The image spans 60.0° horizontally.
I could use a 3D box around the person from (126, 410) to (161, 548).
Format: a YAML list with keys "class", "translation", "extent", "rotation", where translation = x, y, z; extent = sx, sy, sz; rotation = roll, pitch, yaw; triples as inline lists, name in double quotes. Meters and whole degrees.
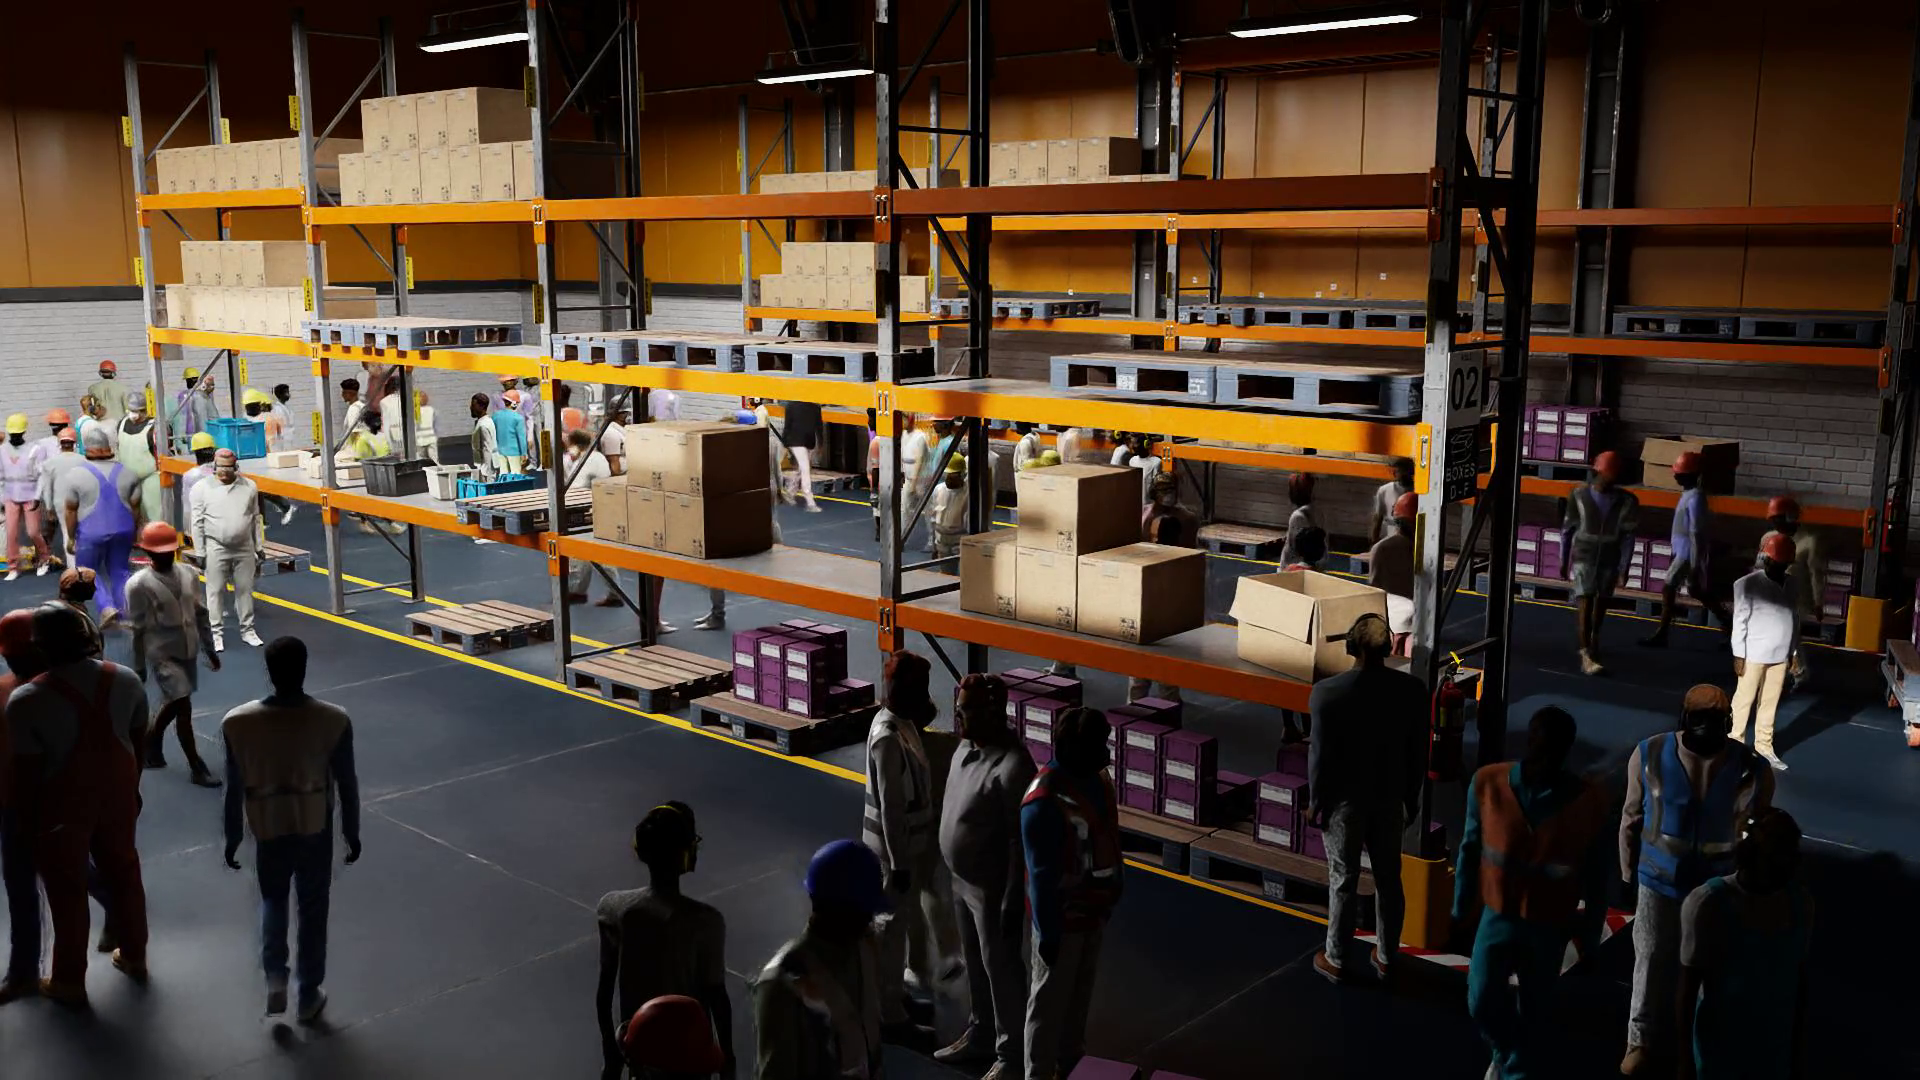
- class: "person"
  translation: [-10.183, -0.850, 20.864]
  extent: [0.394, 1.913, 0.591]
  rotation: [-5, 11, -27]

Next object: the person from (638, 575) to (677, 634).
- class: "person"
  translation: [-2.998, -0.023, 16.212]
  extent: [0.408, 1.907, 0.598]
  rotation: [-6, 12, -30]

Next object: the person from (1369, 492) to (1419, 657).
- class: "person"
  translation: [3.288, 0.620, 12.356]
  extent: [0.617, 1.984, 0.410]
  rotation: [-5, 11, -27]

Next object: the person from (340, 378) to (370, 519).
- class: "person"
  translation: [-8.377, -1.270, 23.126]
  extent: [0.374, 1.958, 0.599]
  rotation: [-2, 10, -13]

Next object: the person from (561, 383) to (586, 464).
- class: "person"
  translation: [-5.316, -1.153, 22.496]
  extent: [0.774, 1.950, 0.634]
  rotation: [7, 12, 35]

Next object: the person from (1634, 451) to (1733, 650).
- class: "person"
  translation: [6.871, 0.109, 15.487]
  extent: [0.912, 1.903, 0.557]
  rotation: [4, 11, 21]

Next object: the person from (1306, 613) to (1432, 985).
- class: "person"
  translation: [2.067, 1.321, 8.512]
  extent: [0.631, 1.940, 0.372]
  rotation: [-1, 10, -7]

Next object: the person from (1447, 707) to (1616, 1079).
- class: "person"
  translation: [2.391, 1.602, 7.025]
  extent: [0.641, 1.898, 0.440]
  rotation: [6, 11, 29]

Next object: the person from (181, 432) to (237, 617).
- class: "person"
  translation: [-7.591, -0.142, 16.894]
  extent: [0.453, 1.905, 0.586]
  rotation: [6, 11, 29]

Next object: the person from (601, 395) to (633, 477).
- class: "person"
  translation: [-3.963, -0.710, 19.705]
  extent: [0.539, 2.000, 0.689]
  rotation: [-1, 10, -3]

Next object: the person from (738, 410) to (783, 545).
- class: "person"
  translation: [-2.358, -0.558, 19.259]
  extent: [0.702, 1.910, 0.451]
  rotation: [-7, 12, -36]

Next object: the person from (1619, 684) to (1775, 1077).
- class: "person"
  translation: [3.294, 1.547, 7.501]
  extent: [0.627, 1.846, 0.429]
  rotation: [4, 11, 22]

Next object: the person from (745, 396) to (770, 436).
- class: "person"
  translation: [-2.954, -1.380, 24.350]
  extent: [0.350, 1.739, 0.574]
  rotation: [-2, 10, -12]

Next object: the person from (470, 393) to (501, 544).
- class: "person"
  translation: [-6.053, -0.917, 21.213]
  extent: [0.392, 1.922, 0.590]
  rotation: [-3, 11, -18]

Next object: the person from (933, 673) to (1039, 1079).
- class: "person"
  translation: [0.104, 1.525, 7.450]
  extent: [0.405, 1.906, 0.653]
  rotation: [-4, 11, -23]

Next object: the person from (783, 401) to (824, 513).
- class: "person"
  translation: [-2.279, -1.401, 23.904]
  extent: [0.622, 1.950, 0.991]
  rotation: [-9, 13, -41]

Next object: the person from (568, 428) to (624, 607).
- class: "person"
  translation: [-3.879, -0.224, 17.381]
  extent: [0.671, 1.903, 0.637]
  rotation: [1, 10, 4]

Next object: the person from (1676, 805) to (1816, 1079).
- class: "person"
  translation: [2.798, 1.824, 5.965]
  extent: [0.509, 1.837, 0.338]
  rotation: [-1, 10, -8]

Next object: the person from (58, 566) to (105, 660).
- class: "person"
  translation: [-5.938, 0.990, 11.256]
  extent: [0.313, 1.634, 0.514]
  rotation: [-6, 12, -32]

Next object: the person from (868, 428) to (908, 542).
- class: "person"
  translation: [-0.908, -0.912, 21.189]
  extent: [0.392, 1.923, 0.553]
  rotation: [9, 13, 40]

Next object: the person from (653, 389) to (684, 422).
- class: "person"
  translation: [-4.367, -1.618, 25.153]
  extent: [0.627, 1.929, 0.472]
  rotation: [9, 14, 42]

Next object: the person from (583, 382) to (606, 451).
- class: "person"
  translation: [-6.413, -2.187, 29.219]
  extent: [0.312, 1.632, 0.519]
  rotation: [6, 12, 31]

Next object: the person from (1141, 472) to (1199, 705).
- class: "person"
  translation: [1.644, 0.405, 13.690]
  extent: [0.631, 1.940, 0.370]
  rotation: [-1, 10, -4]

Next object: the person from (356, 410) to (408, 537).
- class: "person"
  translation: [-7.555, -0.863, 21.652]
  extent: [0.858, 1.642, 0.549]
  rotation: [3, 10, 16]

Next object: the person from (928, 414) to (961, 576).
- class: "person"
  translation: [-0.174, -0.501, 18.515]
  extent: [0.372, 2.044, 0.608]
  rotation: [-1, 10, -6]

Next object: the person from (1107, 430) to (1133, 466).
- class: "person"
  translation: [1.790, -0.433, 18.664]
  extent: [0.313, 1.861, 0.510]
  rotation: [2, 10, 9]

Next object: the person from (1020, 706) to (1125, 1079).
- class: "person"
  translation: [0.493, 1.608, 7.207]
  extent: [0.431, 1.835, 0.624]
  rotation: [5, 11, 28]

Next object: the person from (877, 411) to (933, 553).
- class: "person"
  translation: [-0.615, -0.712, 20.380]
  extent: [0.866, 1.793, 0.601]
  rotation: [-5, 11, -28]

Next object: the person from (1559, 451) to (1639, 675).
- class: "person"
  translation: [5.712, 0.165, 14.940]
  extent: [0.609, 1.999, 0.975]
  rotation: [3, 10, 14]

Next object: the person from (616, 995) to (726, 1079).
- class: "person"
  translation: [-0.820, 2.097, 4.697]
  extent: [0.355, 1.736, 0.577]
  rotation: [-1, 10, -4]

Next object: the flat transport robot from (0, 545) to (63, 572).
- class: "flat transport robot"
  translation: [-11.245, 0.258, 19.231]
  extent: [1.431, 0.197, 0.652]
  rotation: [-8, 13, -38]

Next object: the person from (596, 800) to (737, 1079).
- class: "person"
  translation: [-1.021, 1.828, 5.845]
  extent: [0.534, 1.868, 0.309]
  rotation: [3, 10, 16]

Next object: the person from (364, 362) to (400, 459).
- class: "person"
  translation: [-10.034, -2.165, 28.485]
  extent: [0.956, 1.852, 0.631]
  rotation: [-8, 13, -38]

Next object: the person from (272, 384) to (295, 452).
- class: "person"
  translation: [-10.324, -1.550, 25.432]
  extent: [0.369, 1.686, 0.550]
  rotation: [-1, 10, -7]
